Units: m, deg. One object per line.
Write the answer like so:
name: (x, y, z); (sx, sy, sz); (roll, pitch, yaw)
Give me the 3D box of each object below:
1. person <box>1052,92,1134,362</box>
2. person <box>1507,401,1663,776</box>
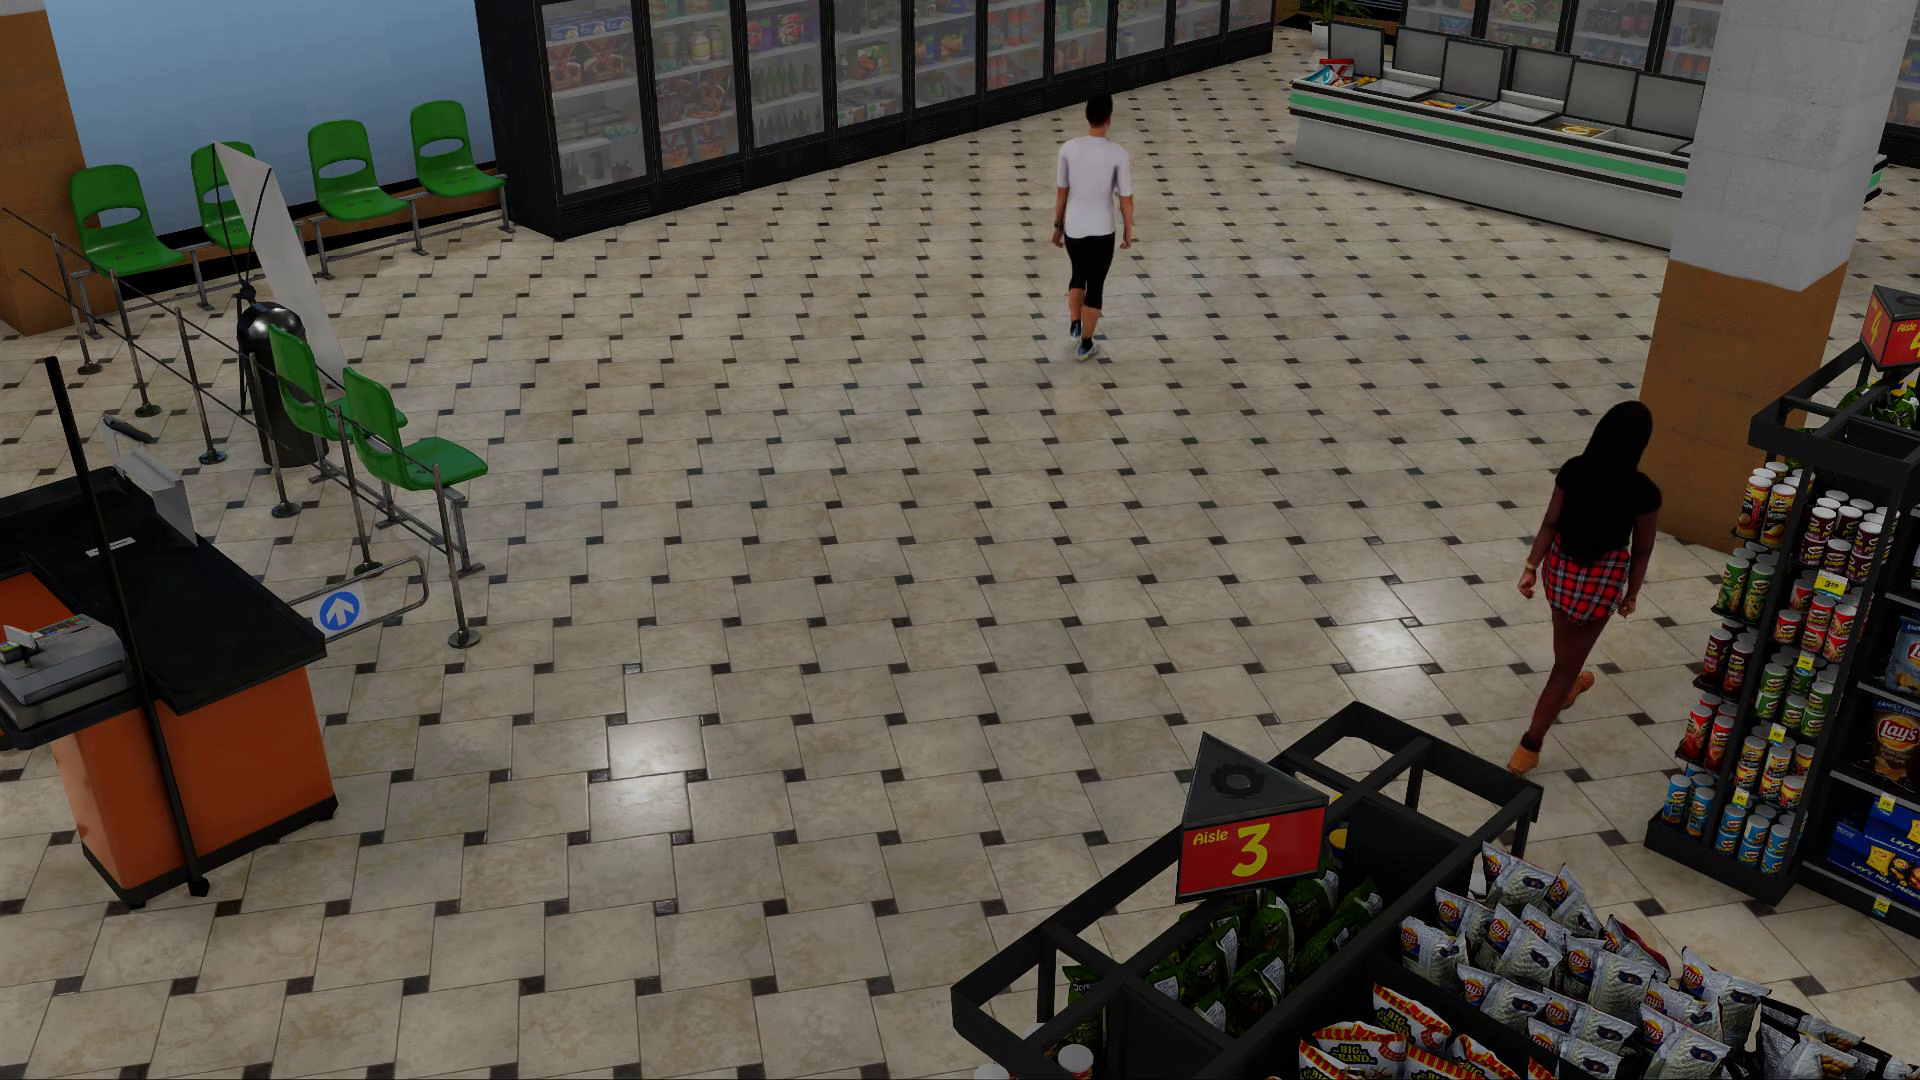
person: (0.866, -2.102, 11.375); (0.741, 1.837, 0.861); (10, 30, 18)
person: (2.674, 0.265, 7.214); (1.137, 1.669, 0.740); (21, 35, 33)
